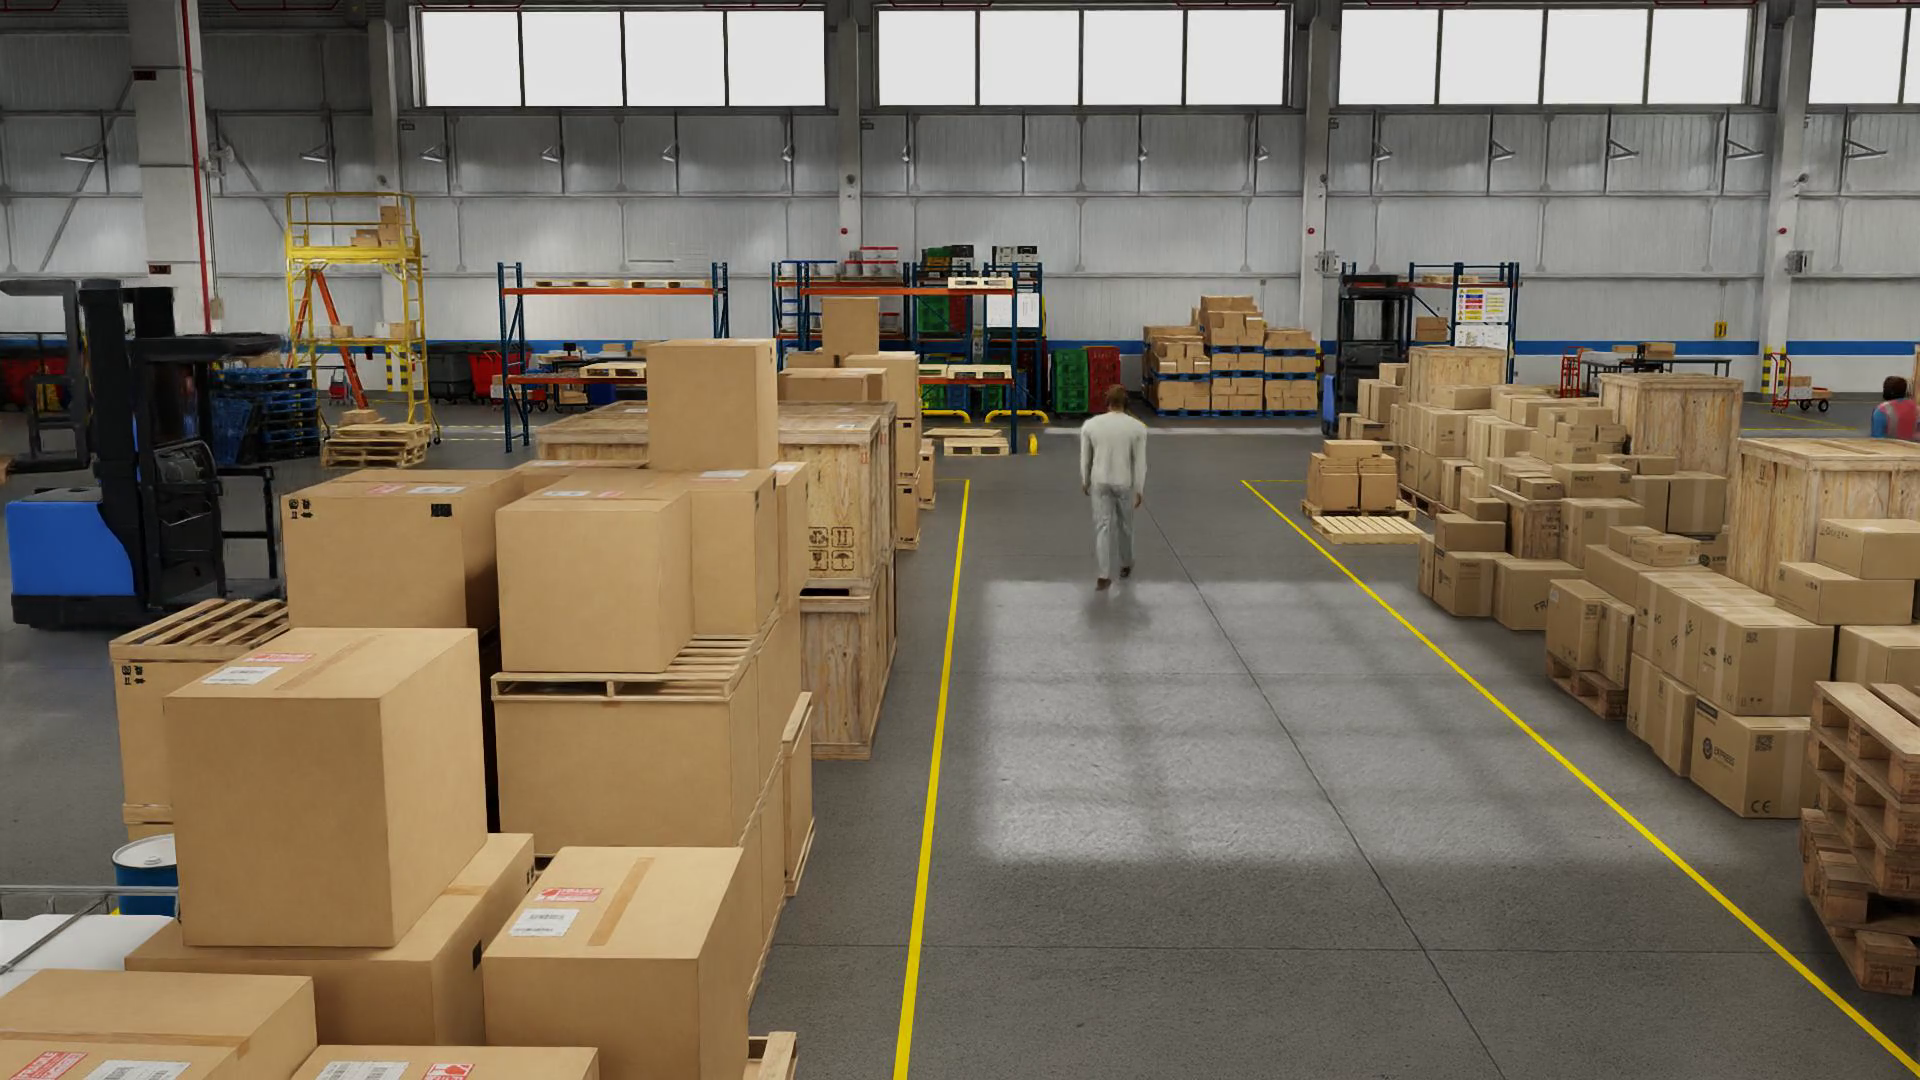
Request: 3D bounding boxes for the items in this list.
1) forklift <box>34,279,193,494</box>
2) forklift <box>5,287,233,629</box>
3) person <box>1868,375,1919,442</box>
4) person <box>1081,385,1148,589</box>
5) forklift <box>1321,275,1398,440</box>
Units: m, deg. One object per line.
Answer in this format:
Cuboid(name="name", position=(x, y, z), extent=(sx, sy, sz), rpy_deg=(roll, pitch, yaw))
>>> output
Cuboid(name="forklift", position=(-10.671, -1.867, 20.817), extent=(1.873, 2.768, 1.129), rpy_deg=(-4, 10, -25))
Cuboid(name="forklift", position=(-6.876, -0.718, 13.936), extent=(1.873, 2.768, 1.129), rpy_deg=(0, 9, 1))
Cuboid(name="person", position=(10.079, -0.861, 17.953), extent=(0.631, 1.826, 0.604), rpy_deg=(-4, 10, -20))
Cuboid(name="person", position=(1.459, -0.523, 15.740), extent=(0.634, 1.883, 1.020), rpy_deg=(2, 10, 9))
Cuboid(name="forklift", position=(6.860, -3.099, 28.200), extent=(1.129, 2.768, 1.873), rpy_deg=(0, 9, 1))
